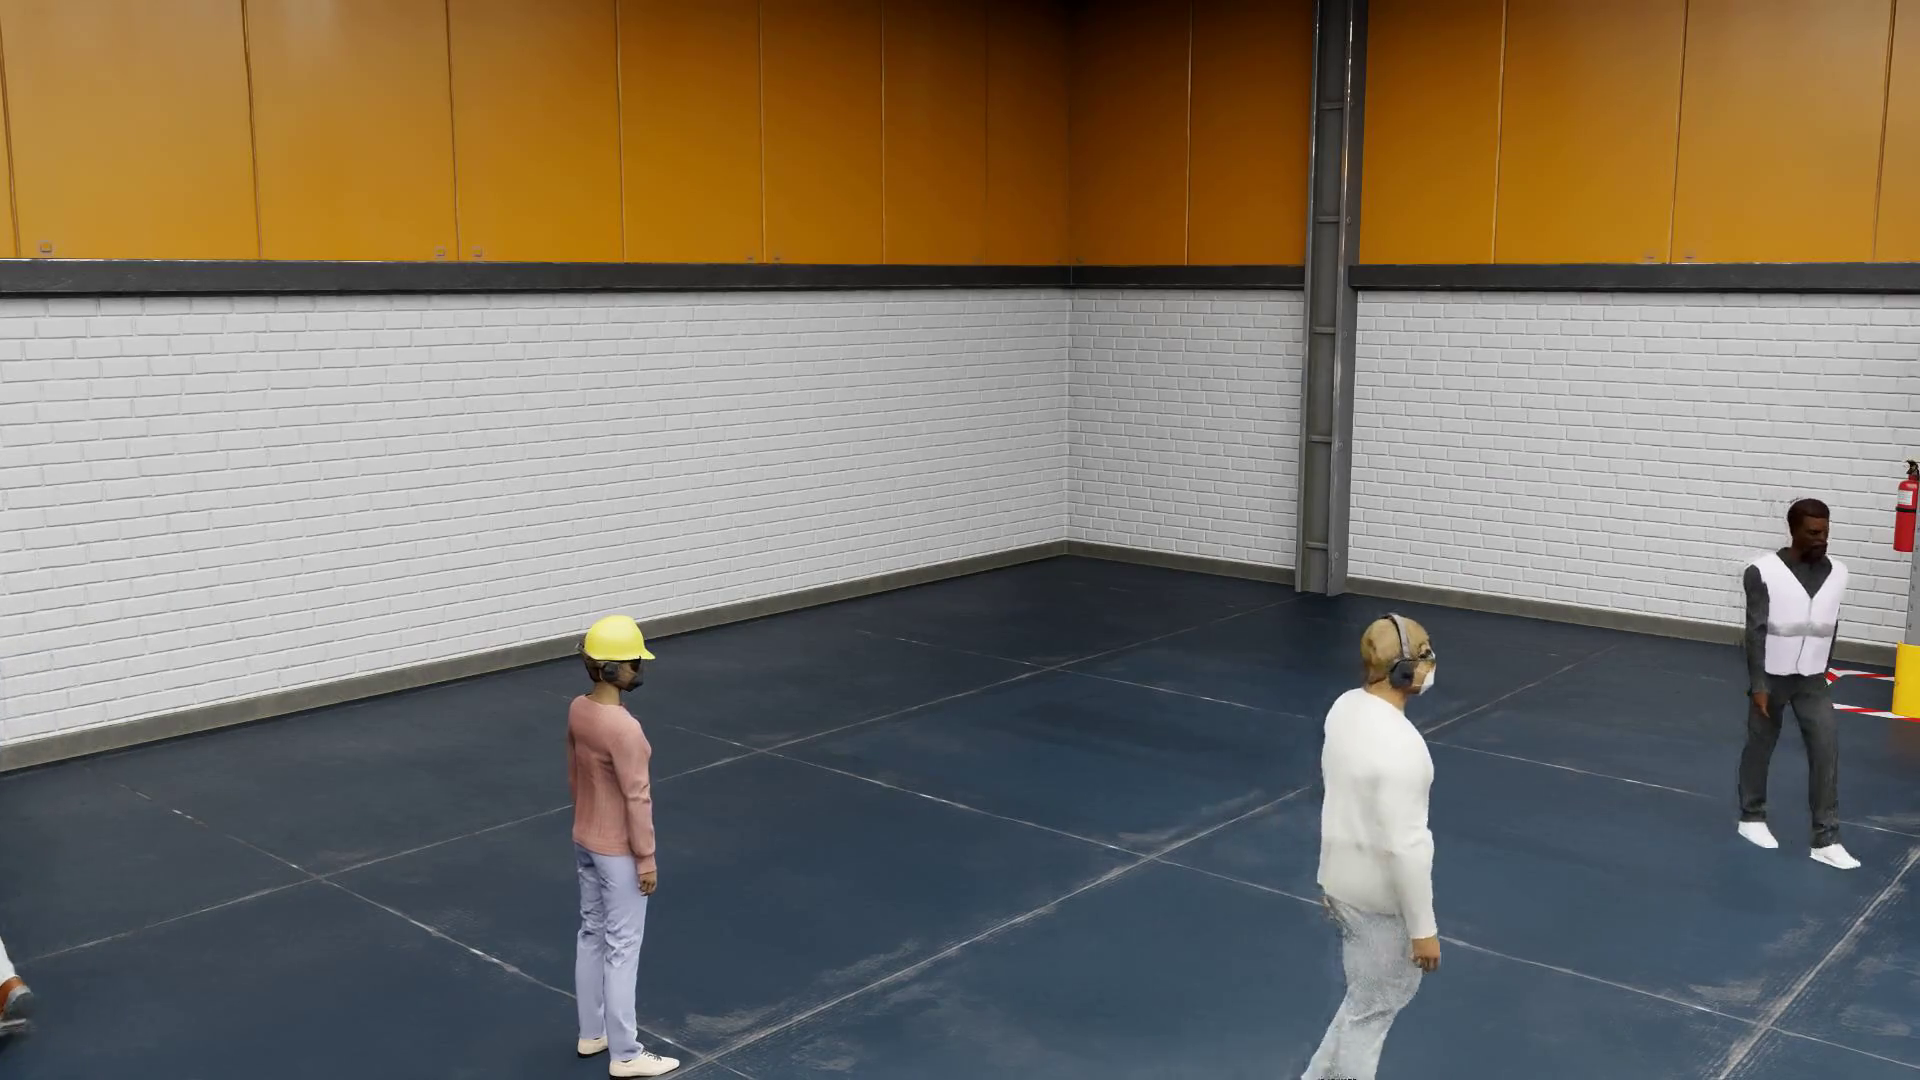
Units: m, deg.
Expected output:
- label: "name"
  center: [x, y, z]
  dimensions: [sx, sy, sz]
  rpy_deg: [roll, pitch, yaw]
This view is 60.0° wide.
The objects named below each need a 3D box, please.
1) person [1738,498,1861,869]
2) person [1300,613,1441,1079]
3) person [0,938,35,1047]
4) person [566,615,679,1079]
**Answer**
- label: "person"
  center: [4.340, 0.738, 8.572]
  dimensions: [0.599, 1.886, 0.869]
  rpy_deg: [-1, 9, -6]
- label: "person"
  center: [1.413, 1.193, 5.569]
  dimensions: [0.426, 1.926, 0.624]
  rpy_deg: [0, 9, -2]
- label: "person"
  center: [-4.035, 1.069, 6.391]
  dimensions: [0.836, 1.918, 0.636]
  rpy_deg: [4, 10, 21]
- label: "person"
  center: [-1.301, 1.156, 6.319]
  dimensions: [0.305, 1.767, 0.533]
  rpy_deg: [-7, 11, -38]
